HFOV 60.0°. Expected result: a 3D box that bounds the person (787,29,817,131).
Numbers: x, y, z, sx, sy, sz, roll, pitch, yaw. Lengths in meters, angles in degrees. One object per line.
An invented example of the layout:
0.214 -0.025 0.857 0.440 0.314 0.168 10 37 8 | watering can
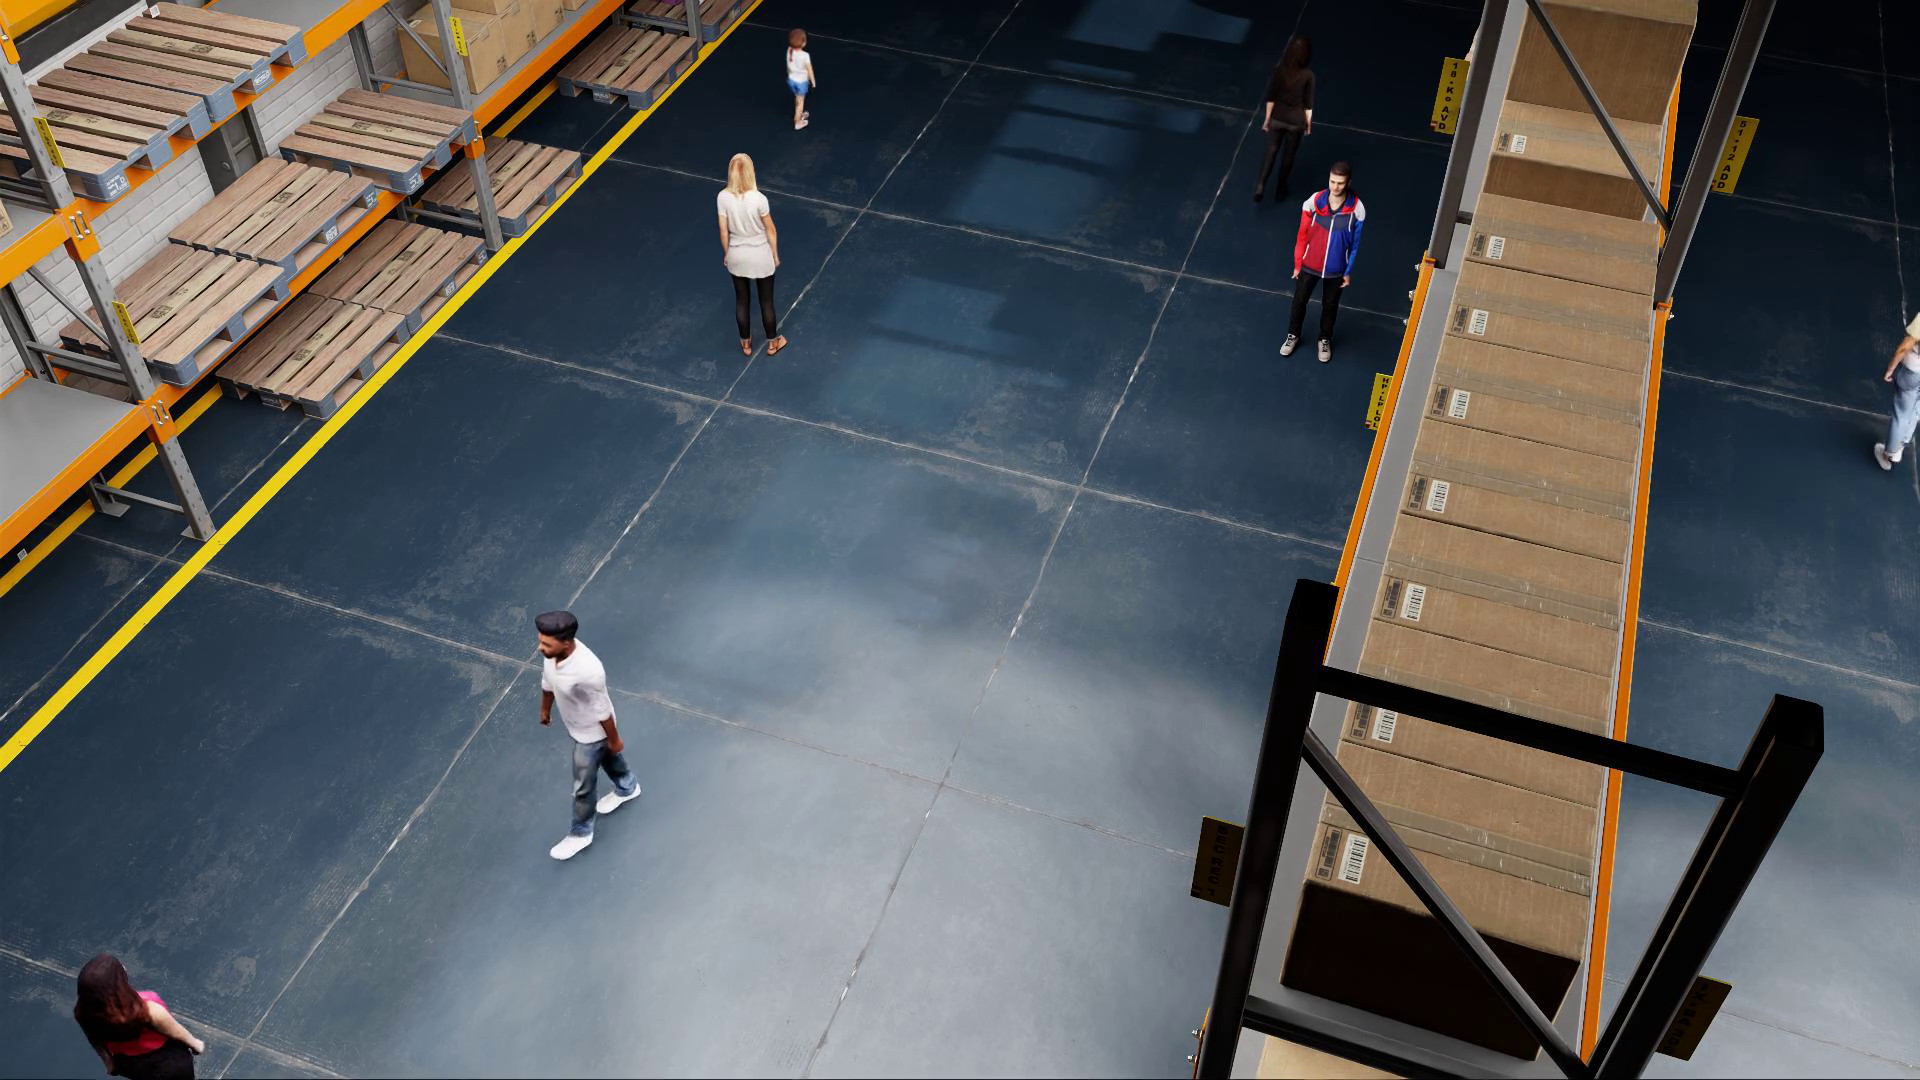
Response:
-1.592 -4.443 16.083 0.495 1.010 0.561 27 50 25 | person

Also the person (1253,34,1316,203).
2.900 -3.699 14.855 0.622 1.627 0.825 19 47 19 | person

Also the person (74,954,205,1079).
-4.010 2.619 8.209 0.651 1.646 0.697 4 44 5 | person

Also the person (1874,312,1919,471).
7.053 -1.163 12.129 0.714 1.714 0.692 4 44 5 | person

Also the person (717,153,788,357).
-1.660 -2.238 13.176 0.646 1.827 0.613 3 44 3 | person

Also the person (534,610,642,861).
-2.123 1.017 9.788 1.078 1.787 0.943 -31 52 -28 | person

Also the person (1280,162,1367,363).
2.898 -2.212 13.199 0.647 1.757 0.541 11 45 12 | person
